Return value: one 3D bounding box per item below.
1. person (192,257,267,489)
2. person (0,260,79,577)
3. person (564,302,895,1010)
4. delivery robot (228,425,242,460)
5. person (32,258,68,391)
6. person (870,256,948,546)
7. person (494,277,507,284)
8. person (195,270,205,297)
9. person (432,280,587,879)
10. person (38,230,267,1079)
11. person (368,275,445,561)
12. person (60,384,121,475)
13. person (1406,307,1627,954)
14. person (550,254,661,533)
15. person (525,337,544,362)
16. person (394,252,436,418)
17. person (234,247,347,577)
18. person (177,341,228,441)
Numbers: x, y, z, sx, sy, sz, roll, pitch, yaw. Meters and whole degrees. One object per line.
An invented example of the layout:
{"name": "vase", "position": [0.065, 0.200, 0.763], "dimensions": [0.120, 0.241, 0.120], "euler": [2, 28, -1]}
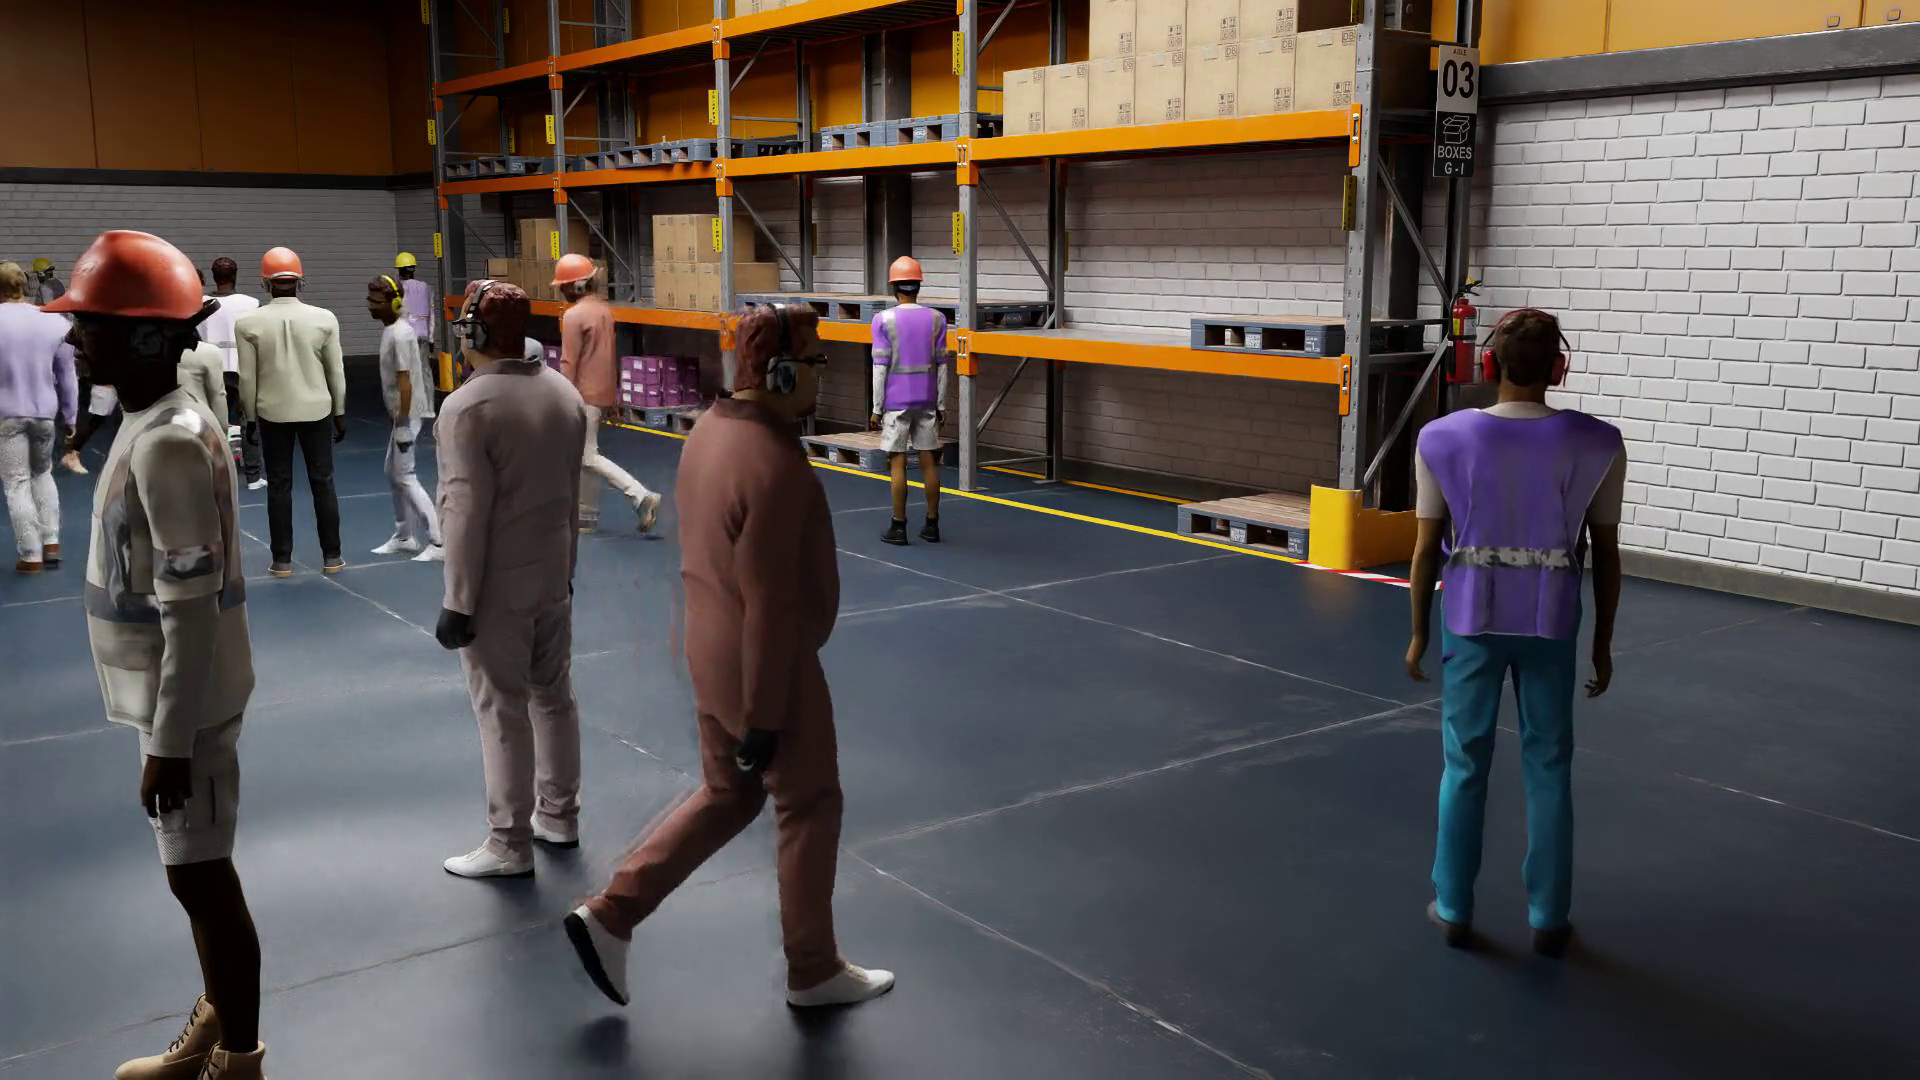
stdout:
{"name": "person", "position": [-6.000, -1.358, 13.680], "dimensions": [0.581, 1.911, 0.392], "euler": [0, 10, -2]}
{"name": "person", "position": [-5.774, -0.739, 10.187], "dimensions": [0.625, 1.919, 0.642], "euler": [9, 13, 40]}
{"name": "person", "position": [-0.588, 0.335, 4.264], "dimensions": [0.771, 1.880, 0.641], "euler": [-6, 12, -28]}
{"name": "delivery robot", "position": [-6.645, -0.899, 14.625], "dimensions": [0.707, 0.478, 0.477], "euler": [3, 10, 15]}
{"name": "person", "position": [-12.451, -2.942, 22.788], "dimensions": [0.404, 1.821, 0.590], "euler": [-2, 10, -11]}
{"name": "person", "position": [-0.355, -0.931, 11.203], "dimensions": [0.551, 1.933, 0.376], "euler": [-5, 11, -24]}
{"name": "person", "position": [-5.406, -2.275, 19.608], "dimensions": [0.282, 1.626, 0.491], "euler": [10, 14, 43]}
{"name": "person", "position": [-11.460, -3.251, 25.063], "dimensions": [0.323, 1.629, 0.526], "euler": [-8, 13, -37]}
{"name": "person", "position": [-1.464, 0.127, 5.353], "dimensions": [0.409, 1.907, 0.649], "euler": [4, 11, 20]}
{"name": "person", "position": [-1.778, 0.347, 3.727], "dimensions": [0.365, 2.048, 0.608], "euler": [-5, 11, -28]}
{"name": "person", "position": [-3.537, -0.767, 10.657], "dimensions": [0.628, 1.847, 0.634], "euler": [-3, 10, -14]}
{"name": "person", "position": [-7.461, -1.389, 14.543], "dimensions": [0.864, 1.661, 0.526], "euler": [0, 10, -2]}
{"name": "person", "position": [1.565, 0.271, 4.727], "dimensions": [0.570, 1.840, 0.373], "euler": [2, 10, 13]}
{"name": "person", "position": [-2.470, -0.980, 11.426], "dimensions": [0.824, 1.960, 0.612], "euler": [2, 10, 10]}
{"name": "person", "position": [-3.174, -0.879, 11.754], "dimensions": [0.507, 1.631, 0.266], "euler": [0, 10, 0]}
{"name": "person", "position": [-6.311, -2.338, 19.143], "dimensions": [0.401, 1.919, 0.588], "euler": [7, 12, 34]}
{"name": "person", "position": [-4.053, -0.771, 10.127], "dimensions": [0.611, 1.997, 0.375], "euler": [-5, 11, -24]}
{"name": "person", "position": [-4.712, -0.644, 10.096], "dimensions": [0.527, 1.760, 0.342], "euler": [-2, 10, -10]}
